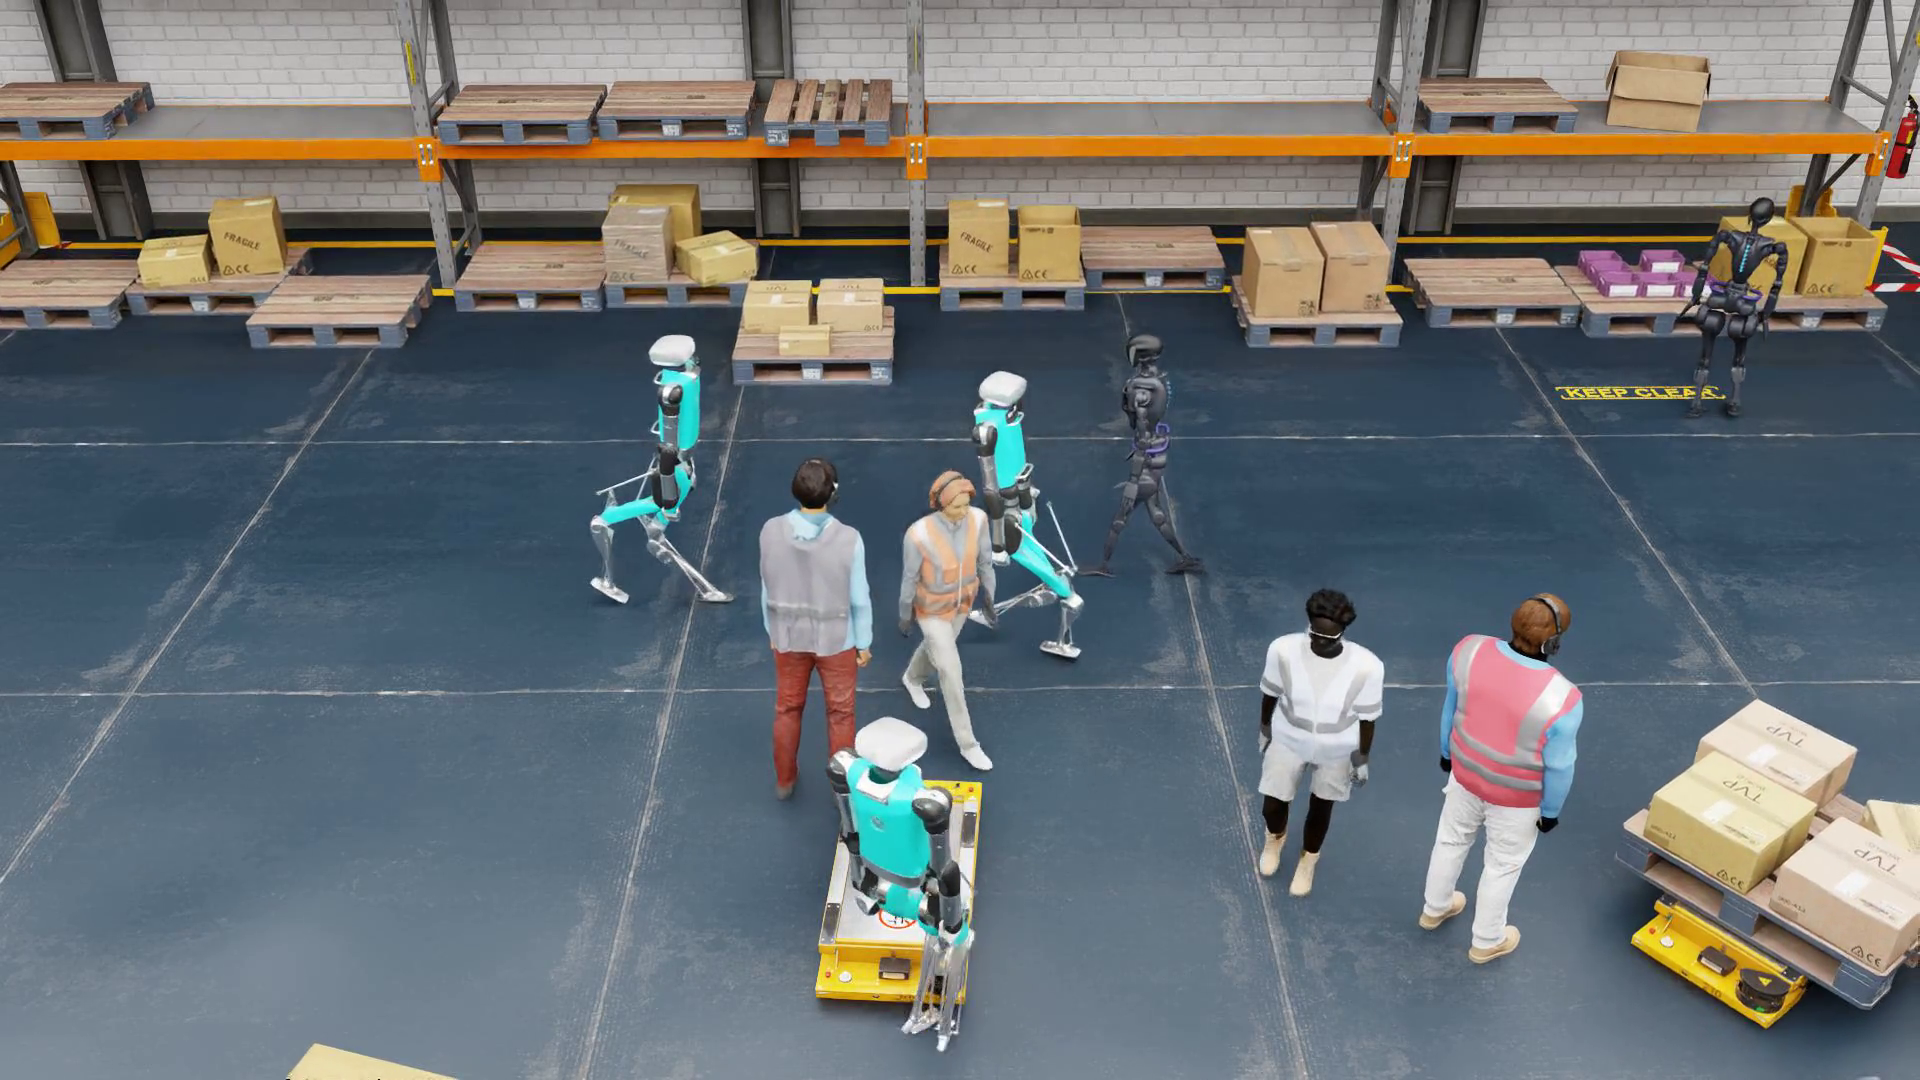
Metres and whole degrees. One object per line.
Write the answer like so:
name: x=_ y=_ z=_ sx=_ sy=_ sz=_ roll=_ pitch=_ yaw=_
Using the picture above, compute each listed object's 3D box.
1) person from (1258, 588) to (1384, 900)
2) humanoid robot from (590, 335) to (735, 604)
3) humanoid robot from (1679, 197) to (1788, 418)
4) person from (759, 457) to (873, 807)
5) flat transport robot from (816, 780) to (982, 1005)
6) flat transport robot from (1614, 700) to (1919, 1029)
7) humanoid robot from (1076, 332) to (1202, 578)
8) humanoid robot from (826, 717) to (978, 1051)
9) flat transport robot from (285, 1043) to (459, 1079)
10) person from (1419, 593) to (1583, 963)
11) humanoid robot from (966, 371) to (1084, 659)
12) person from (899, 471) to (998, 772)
person: x=1.593 y=0.927 z=7.485 sx=0.542 sy=1.679 sz=0.370 roll=9 pitch=32 yaw=14
humanoid robot: x=-1.869 y=-0.355 z=9.624 sx=1.015 sy=1.772 sz=0.533 roll=3 pitch=31 yaw=5
humanoid robot: x=5.449 y=-1.654 z=11.795 sx=0.610 sy=1.654 sz=0.397 roll=18 pitch=35 yaw=27
person: x=-0.697 y=0.479 z=8.072 sx=0.547 sy=1.865 sz=0.422 roll=6 pitch=31 yaw=9
flat transport robot: x=-0.258 y=1.576 z=7.787 sx=0.659 sy=0.231 sz=1.431 roll=2 pitch=31 yaw=3
flat transport robot: x=3.787 y=1.665 z=7.639 sx=1.431 sy=0.231 sz=0.659 roll=-22 pitch=38 yaw=-32
humanoid robot: x=1.106 y=-0.483 z=9.896 sx=0.769 sy=1.631 sz=0.611 roll=5 pitch=31 yaw=9
humanoid robot: x=-0.133 y=1.374 z=6.710 sx=0.540 sy=1.803 sz=0.720 roll=19 pitch=36 yaw=28
flat transport robot: x=-2.048 y=2.827 z=5.705 sx=1.431 sy=0.231 sz=0.659 roll=9 pitch=32 yaw=14
person: x=2.345 y=1.023 z=7.197 sx=0.431 sy=1.836 sz=0.628 roll=-23 pitch=38 yaw=-33
humanoid robot: x=0.427 y=-0.076 z=9.102 sx=0.963 sy=1.726 sz=0.534 roll=11 pitch=33 yaw=17
person: x=-0.077 y=0.332 z=8.570 sx=0.519 sy=1.586 sz=0.882 roll=-22 pitch=38 yaw=-32
